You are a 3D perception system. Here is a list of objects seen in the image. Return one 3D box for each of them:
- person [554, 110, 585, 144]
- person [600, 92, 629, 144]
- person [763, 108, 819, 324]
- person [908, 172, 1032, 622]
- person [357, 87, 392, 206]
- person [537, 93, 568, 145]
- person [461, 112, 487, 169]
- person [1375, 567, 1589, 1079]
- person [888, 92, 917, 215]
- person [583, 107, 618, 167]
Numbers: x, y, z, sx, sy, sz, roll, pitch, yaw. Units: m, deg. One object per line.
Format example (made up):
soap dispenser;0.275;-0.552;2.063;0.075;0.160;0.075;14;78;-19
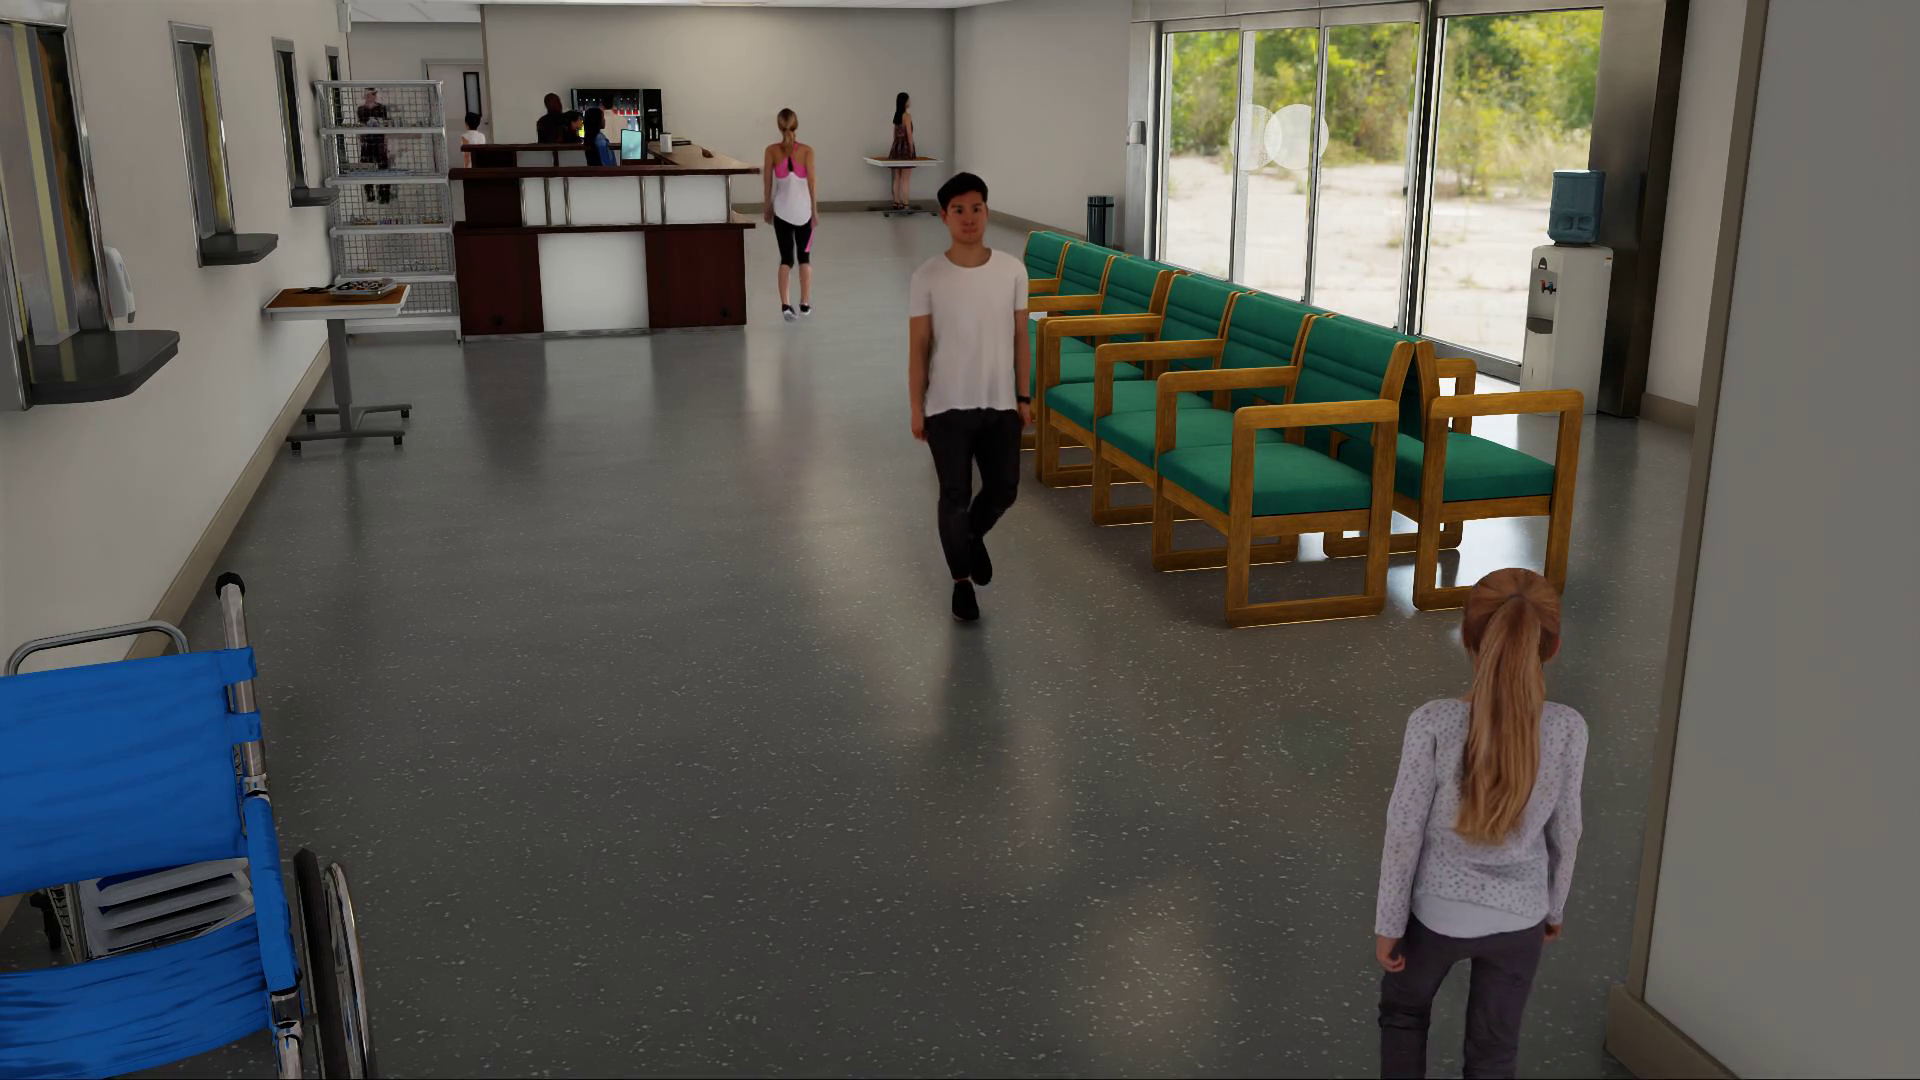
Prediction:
person;-4.622;-4.238;19.677;0.933;1.623;0.585;-4;16;-12
person;-4.641;-5.039;22.177;0.591;1.810;0.787;-10;18;-30
person;-1.416;-2.653;13.849;1.166;1.737;0.925;1;16;4
person;0.036;-0.558;6.470;0.717;1.708;0.728;-3;16;-10
person;-9.314;-6.287;26.566;0.780;1.830;0.887;1;16;3
person;-5.116;-4.583;20.558;0.955;1.810;0.868;2;16;8
person;-6.472;-4.925;22.240;0.700;1.556;0.634;10;18;31
person;0.904;0.683;2.878;0.572;1.268;0.646;1;16;5
person;-0.845;-5.779;24.869;0.788;1.773;0.763;-11;19;-35
person;-3.832;-3.723;17.685;0.635;1.713;0.664;-11;19;-34
